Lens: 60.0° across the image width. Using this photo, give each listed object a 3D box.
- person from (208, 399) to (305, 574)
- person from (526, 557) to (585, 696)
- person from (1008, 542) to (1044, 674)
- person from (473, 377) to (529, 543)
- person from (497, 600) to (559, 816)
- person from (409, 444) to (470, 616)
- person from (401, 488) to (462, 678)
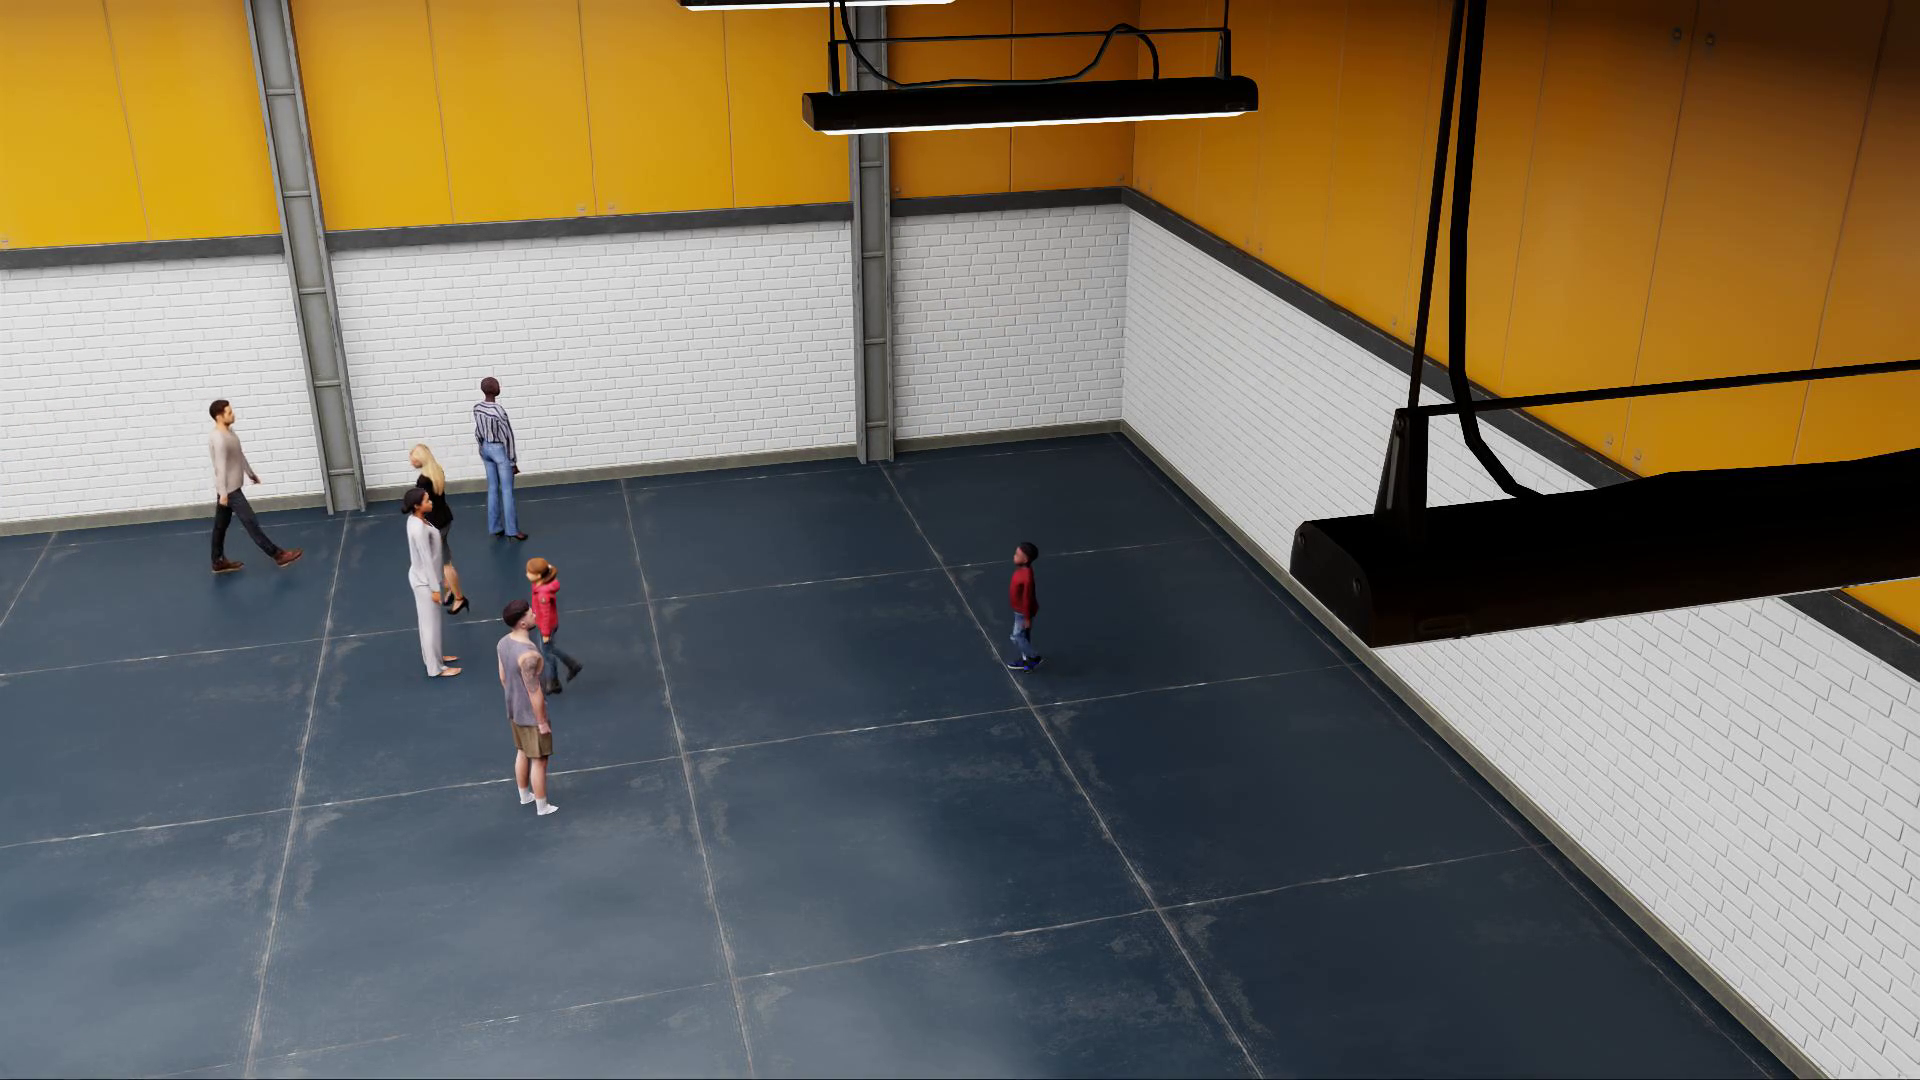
[{"bbox_3d":[-7.351,-0.495,16.530,1.133,1.822,0.719,-8,25,-18],"label":"person"},{"bbox_3d":[-3.498,0.734,14.365,0.656,1.304,0.529,-4,24,-8],"label":"person"},{"bbox_3d":[0.632,0.606,14.728,0.584,1.246,0.560,-1,24,-2],"label":"person"},{"bbox_3d":[-4.822,-0.842,17.355,0.695,1.795,0.752,13,27,28],"label":"person"},{"bbox_3d":[-3.289,1.291,12.639,0.739,1.847,0.720,-21,31,-39],"label":"person"},{"bbox_3d":[-4.797,-0.061,15.555,0.691,1.807,0.687,0,24,1],"label":"person"},{"bbox_3d":[-4.720,0.354,14.694,0.576,1.736,0.651,-9,25,-20],"label":"person"}]
